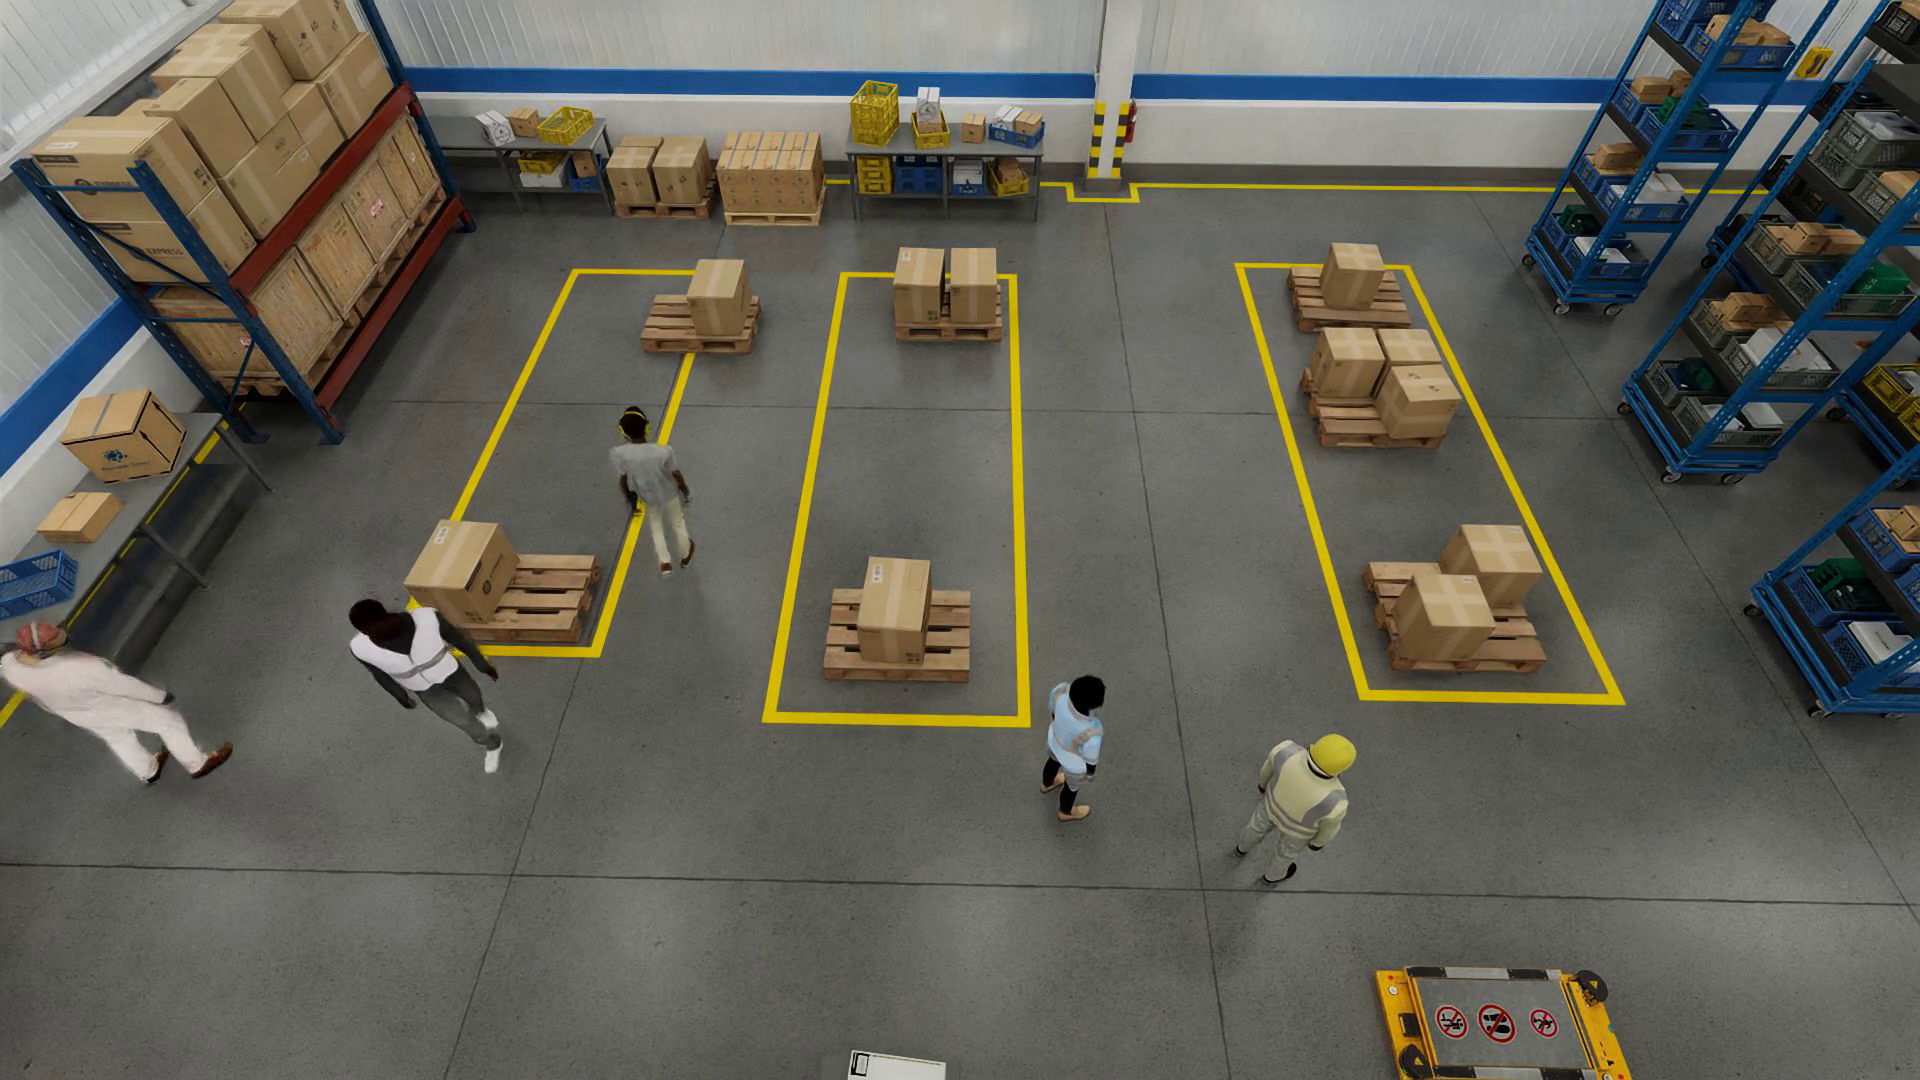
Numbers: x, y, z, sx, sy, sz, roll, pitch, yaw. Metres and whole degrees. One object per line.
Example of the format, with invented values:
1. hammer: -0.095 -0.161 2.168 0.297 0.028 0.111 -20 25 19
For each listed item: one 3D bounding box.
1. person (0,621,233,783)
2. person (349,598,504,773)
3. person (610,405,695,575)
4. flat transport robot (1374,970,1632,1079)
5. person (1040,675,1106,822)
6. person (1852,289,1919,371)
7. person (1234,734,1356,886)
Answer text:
1. person: -6.027 1.164 6.500 0.713 1.869 0.405 1 51 1
2. person: -3.782 0.972 6.650 0.671 1.881 0.675 -30 57 -22
3. person: -2.557 -0.372 7.759 0.535 1.850 0.449 -4 51 -3
4. flat transport robot: 3.501 3.133 5.914 1.431 0.197 0.652 1 51 1
5. person: 0.789 1.441 6.377 0.317 1.698 0.540 -21 54 -16
6. person: 10.518 -2.693 9.596 0.736 1.956 0.634 4 51 4
7. person: 2.205 1.764 6.029 0.403 1.833 0.586 -27 56 -20
